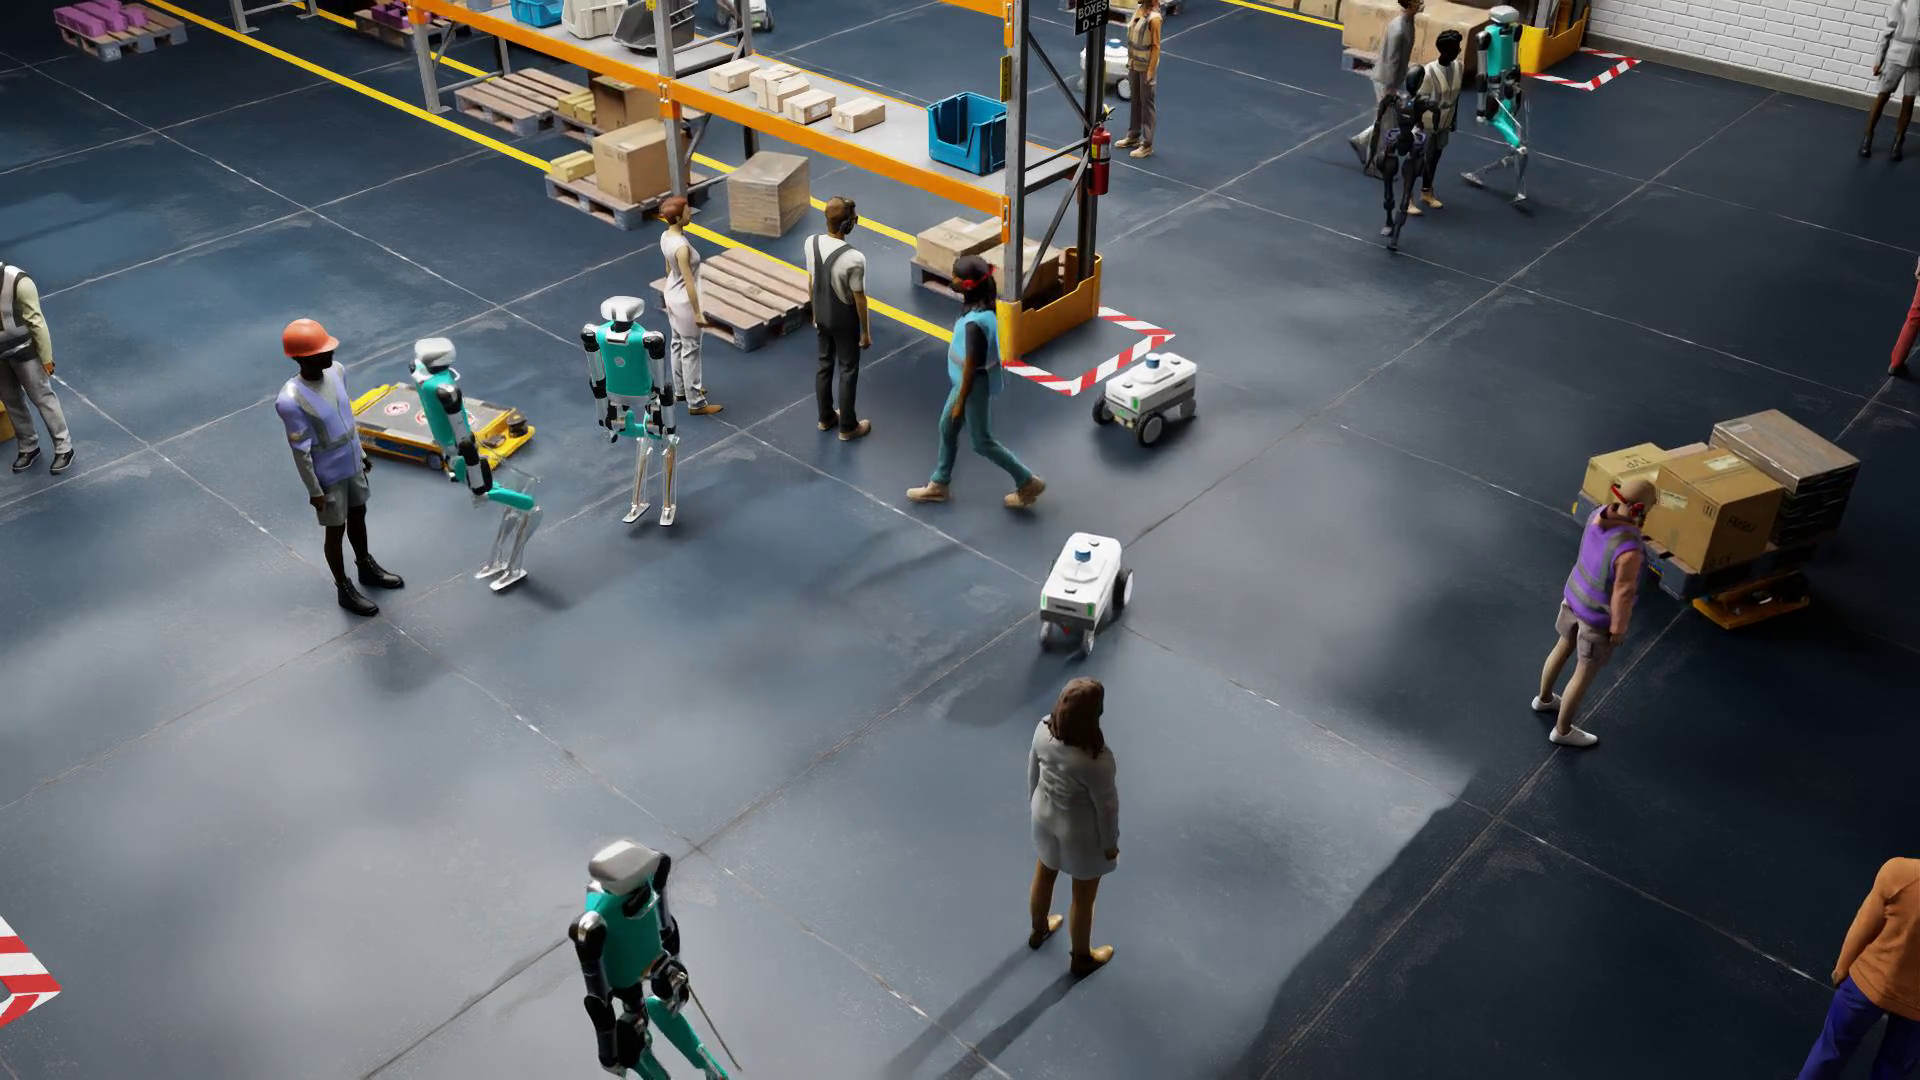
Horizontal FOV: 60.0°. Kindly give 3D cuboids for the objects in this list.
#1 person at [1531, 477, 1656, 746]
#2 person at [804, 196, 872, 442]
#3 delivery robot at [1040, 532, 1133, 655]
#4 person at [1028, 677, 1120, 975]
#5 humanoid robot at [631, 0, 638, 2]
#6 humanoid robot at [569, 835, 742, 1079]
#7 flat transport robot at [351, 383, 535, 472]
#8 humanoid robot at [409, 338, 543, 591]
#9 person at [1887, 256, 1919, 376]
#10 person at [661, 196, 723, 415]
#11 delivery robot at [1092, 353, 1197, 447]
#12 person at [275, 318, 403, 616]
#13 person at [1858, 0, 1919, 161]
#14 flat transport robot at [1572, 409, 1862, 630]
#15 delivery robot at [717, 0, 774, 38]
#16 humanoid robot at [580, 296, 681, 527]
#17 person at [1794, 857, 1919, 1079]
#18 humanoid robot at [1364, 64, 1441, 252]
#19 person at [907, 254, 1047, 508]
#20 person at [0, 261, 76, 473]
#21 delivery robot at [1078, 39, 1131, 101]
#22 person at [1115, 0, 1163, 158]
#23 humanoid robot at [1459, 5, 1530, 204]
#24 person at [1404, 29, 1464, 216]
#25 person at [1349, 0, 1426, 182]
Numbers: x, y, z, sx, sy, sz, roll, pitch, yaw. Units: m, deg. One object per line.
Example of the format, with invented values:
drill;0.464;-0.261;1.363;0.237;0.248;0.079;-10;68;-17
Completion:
person;3.451;0.378;9.017;0.354;1.685;0.486;-3;35;-4
person;-0.836;-1.536;11.663;0.511;1.834;0.368;22;40;28
delivery robot;0.749;0.274;10.167;0.499;0.601;0.775;11;36;16
person;0.532;1.305;7.692;0.497;1.660;0.337;28;43;34
humanoid robot;-4.071;-7.264;20.149;0.591;1.644;0.770;-7;35;-9
humanoid robot;-1.044;2.009;6.665;0.887;1.824;0.549;16;38;21
flat transport robot;-3.859;-0.813;11.989;1.431;0.231;0.659;13;37;18
humanoid robot;-2.881;-0.483;10.190;0.710;1.763;0.530;-23;41;-30
person;7.388;-1.985;12.377;0.516;1.756;0.338;27;43;33
person;-1.976;-1.696;12.040;0.285;1.661;0.442;-18;38;-24
delivery robot;1.383;-1.084;12.103;0.745;0.565;0.499;-27;43;-34
person;-3.741;-0.446;9.984;0.339;1.942;0.550;10;36;14
person;9.149;-4.634;16.071;0.549;1.922;0.387;15;37;20
flat transport robot;4.702;0.050;10.737;0.659;0.231;1.431;-14;37;-19
delivery robot;-2.574;-6.284;19.678;0.499;0.612;0.815;-21;40;-27
humanoid robot;-2.014;-0.888;10.687;0.533;1.677;0.735;7;35;9
person;3.818;1.794;6.720;0.511;1.973;0.402;19;39;25
humanoid robot;3.815;-3.321;14.407;0.611;1.625;0.772;13;37;18
person;0.122;-0.996;10.878;0.902;1.835;0.529;-1;35;-2
person;-6.466;-1.291;11.319;0.596;1.821;0.403;4;35;5
delivery robot;1.673;-5.088;17.924;0.784;0.589;0.499;14;37;20
person;1.763;-4.611;16.162;0.310;1.778;0.469;-14;37;-19
humanoid robot;5.115;-3.892;15.194;0.539;1.757;1.028;-21;40;-27
person;4.282;-3.777;15.027;0.532;1.693;0.320;-20;39;-26
person;4.040;-4.325;15.662;0.489;1.883;0.527;19;39;25
